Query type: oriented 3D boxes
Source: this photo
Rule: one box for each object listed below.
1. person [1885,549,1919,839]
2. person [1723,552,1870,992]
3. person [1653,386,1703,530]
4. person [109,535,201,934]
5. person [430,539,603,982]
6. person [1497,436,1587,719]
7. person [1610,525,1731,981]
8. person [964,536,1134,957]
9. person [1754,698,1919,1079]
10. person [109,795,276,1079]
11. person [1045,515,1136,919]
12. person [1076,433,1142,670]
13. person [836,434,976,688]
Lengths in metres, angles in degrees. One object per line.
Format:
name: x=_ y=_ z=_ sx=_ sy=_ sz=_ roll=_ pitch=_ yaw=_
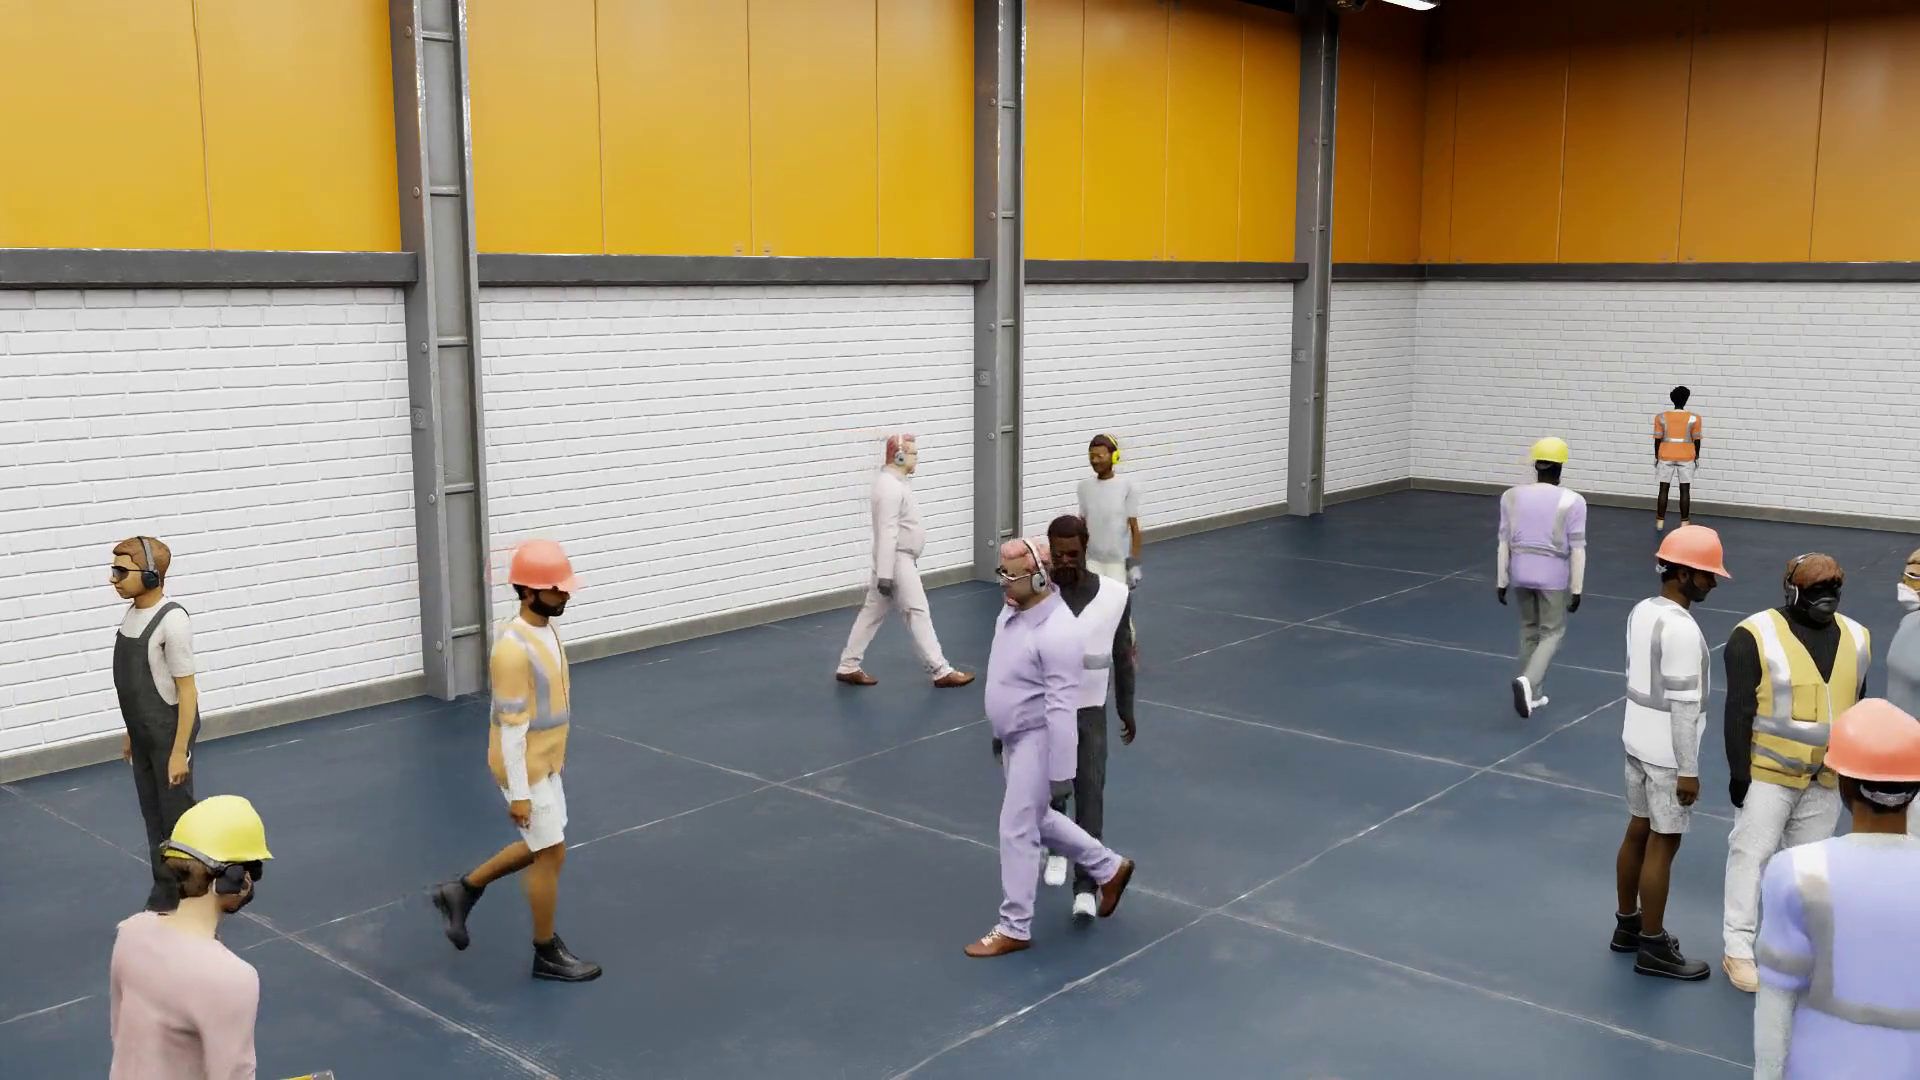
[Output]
person: x=3.843 y=0.965 z=6.618 sx=0.376 sy=1.940 sz=0.627 roll=1 pitch=9 yaw=6
person: x=3.489 y=0.963 z=6.937 sx=0.621 sy=1.845 sz=0.430 roll=-1 pitch=9 yaw=-6
person: x=8.334 y=-0.941 z=19.343 sx=0.535 sy=1.697 sz=0.318 roll=5 pitch=10 yaw=27
person: x=-3.559 y=0.891 z=7.375 sx=0.504 sy=1.847 sz=0.344 roll=7 pitch=12 yaw=39
person: x=-1.890 y=0.932 z=6.960 sx=0.694 sy=1.906 sz=0.568 roll=0 pitch=9 yaw=2
person: x=3.878 y=0.258 z=11.181 sx=0.592 sy=1.907 sz=0.733 roll=8 pitch=12 yaw=40
person: x=3.036 y=0.893 z=7.105 sx=0.374 sy=1.928 sz=0.542 roll=0 pitch=9 yaw=2
person: x=0.402 y=0.890 z=7.297 sx=0.753 sy=1.878 sz=0.665 roll=-2 pitch=9 yaw=-14
person: x=2.271 y=1.365 z=4.159 sx=0.552 sy=1.923 sz=0.695 roll=3 pitch=10 yaw=18
person: x=-1.875 y=1.486 z=4.095 sx=0.539 sy=1.688 sz=0.884 roll=7 pitch=11 yaw=37
person: x=0.500 y=0.810 z=7.811 sx=0.644 sy=1.862 sz=0.994 roll=1 pitch=9 yaw=6
person: x=1.090 y=0.146 z=12.010 sx=0.529 sy=1.857 sz=0.560 roll=5 pitch=10 yaw=28
person: x=-0.432 y=0.157 z=11.970 sx=1.020 sy=1.852 sz=0.666 roll=-1 pitch=9 yaw=-5
